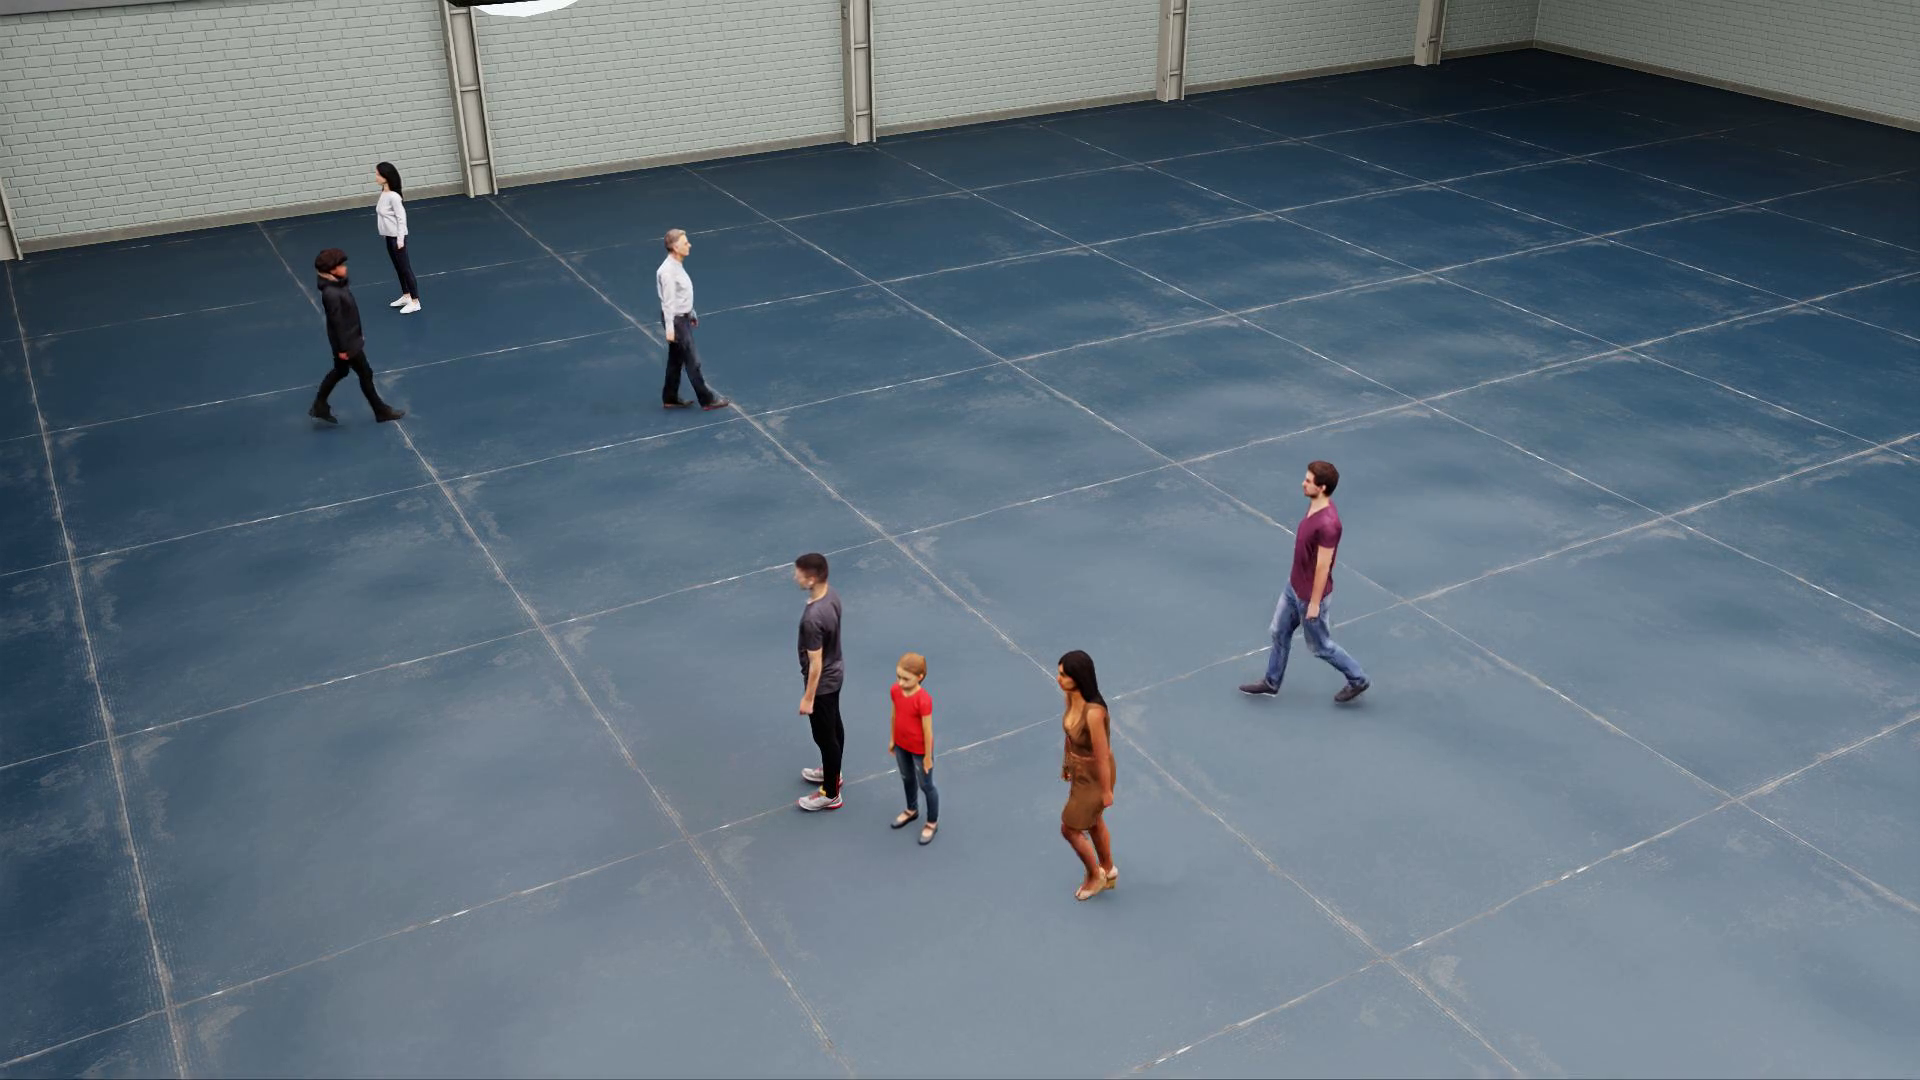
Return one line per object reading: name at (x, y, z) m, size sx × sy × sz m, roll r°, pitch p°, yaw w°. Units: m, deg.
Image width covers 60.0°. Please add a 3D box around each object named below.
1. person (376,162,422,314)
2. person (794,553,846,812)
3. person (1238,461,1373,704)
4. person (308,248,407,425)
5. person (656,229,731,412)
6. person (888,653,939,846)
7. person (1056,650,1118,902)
person at (-6.349, -3.420, 18.744) m, size 0.591 × 1.701 × 0.650 m, roll -20°, pitch 33°, yaw -34°
person at (-0.861, 0.866, 10.353) m, size 0.732 × 1.761 × 0.719 m, roll 1°, pitch 27°, yaw 2°
person at (2.477, 0.329, 11.332) m, size 1.245 × 1.821 × 1.032 m, roll 0°, pitch 27°, yaw -1°
person at (-5.899, -1.890, 15.716) m, size 1.158 × 1.752 × 0.760 m, roll -9°, pitch 29°, yaw -18°
person at (-2.811, -2.121, 16.112) m, size 1.051 × 1.800 × 0.926 m, roll 0°, pitch 27°, yaw -1°
person at (-0.273, 1.239, 10.128) m, size 0.533 × 1.305 × 0.541 m, roll 23°, pitch 35°, yaw 38°
person at (0.813, 1.363, 9.495) m, size 0.698 × 1.664 × 0.653 m, roll -8°, pitch 28°, yaw -15°
